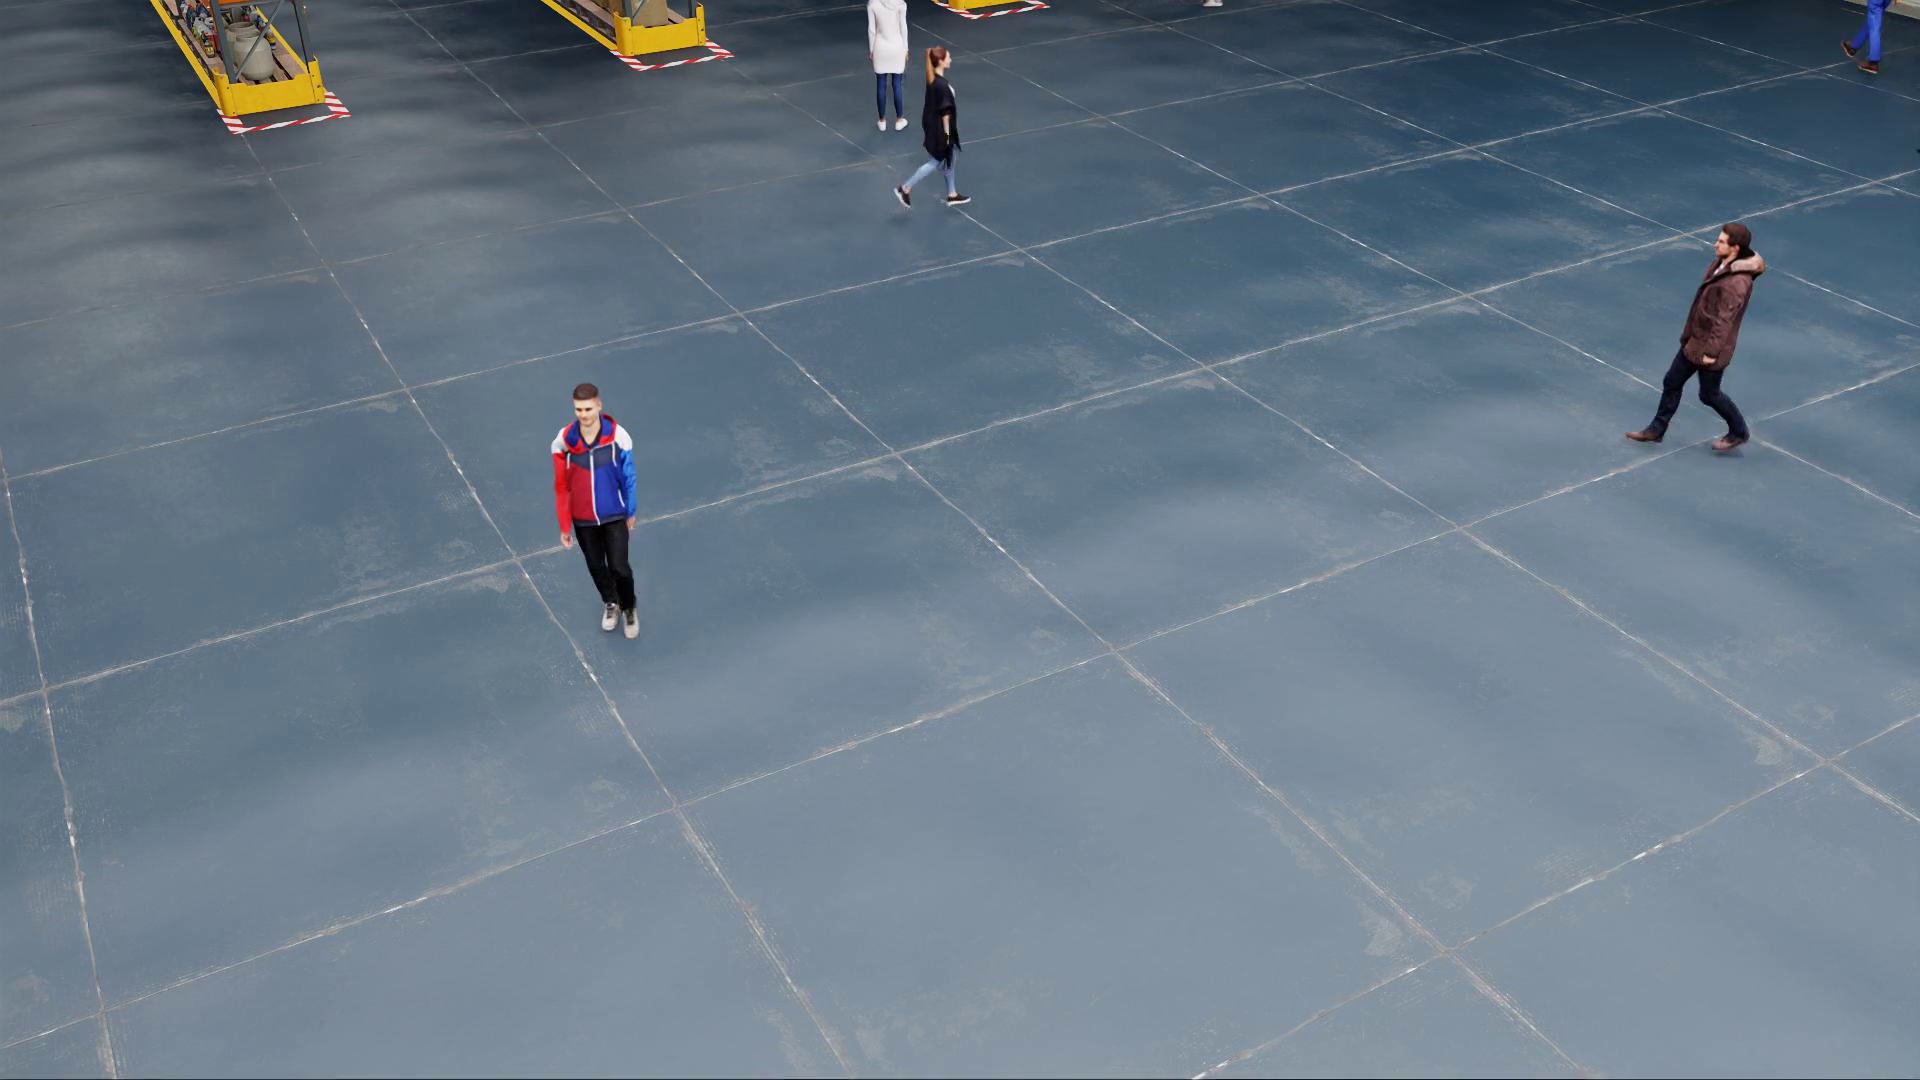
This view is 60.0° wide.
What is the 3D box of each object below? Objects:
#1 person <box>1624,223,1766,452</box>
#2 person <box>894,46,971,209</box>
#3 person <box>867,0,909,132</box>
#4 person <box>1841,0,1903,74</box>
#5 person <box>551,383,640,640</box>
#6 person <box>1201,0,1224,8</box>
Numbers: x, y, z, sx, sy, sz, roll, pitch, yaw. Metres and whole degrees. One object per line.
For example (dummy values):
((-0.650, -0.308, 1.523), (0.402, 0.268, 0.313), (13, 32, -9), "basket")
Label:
((5.691, -1.463, 12.436), (1.214, 1.812, 1.223), (3, 32, 5), "person")
((-0.295, -4.130, 16.805), (0.846, 1.661, 1.056), (-9, 33, -14), "person")
((-0.816, -5.575, 18.989), (0.689, 1.776, 0.701), (1, 32, 2), "person")
((11.621, -6.805, 20.901), (0.950, 1.815, 1.253), (-7, 33, -11), "person")
((-2.277, -0.221, 10.532), (0.767, 1.743, 0.801), (0, 32, 0), "person")
((3.615, -8.534, 23.693), (0.749, 1.760, 0.620), (-2, 32, -4), "person")
